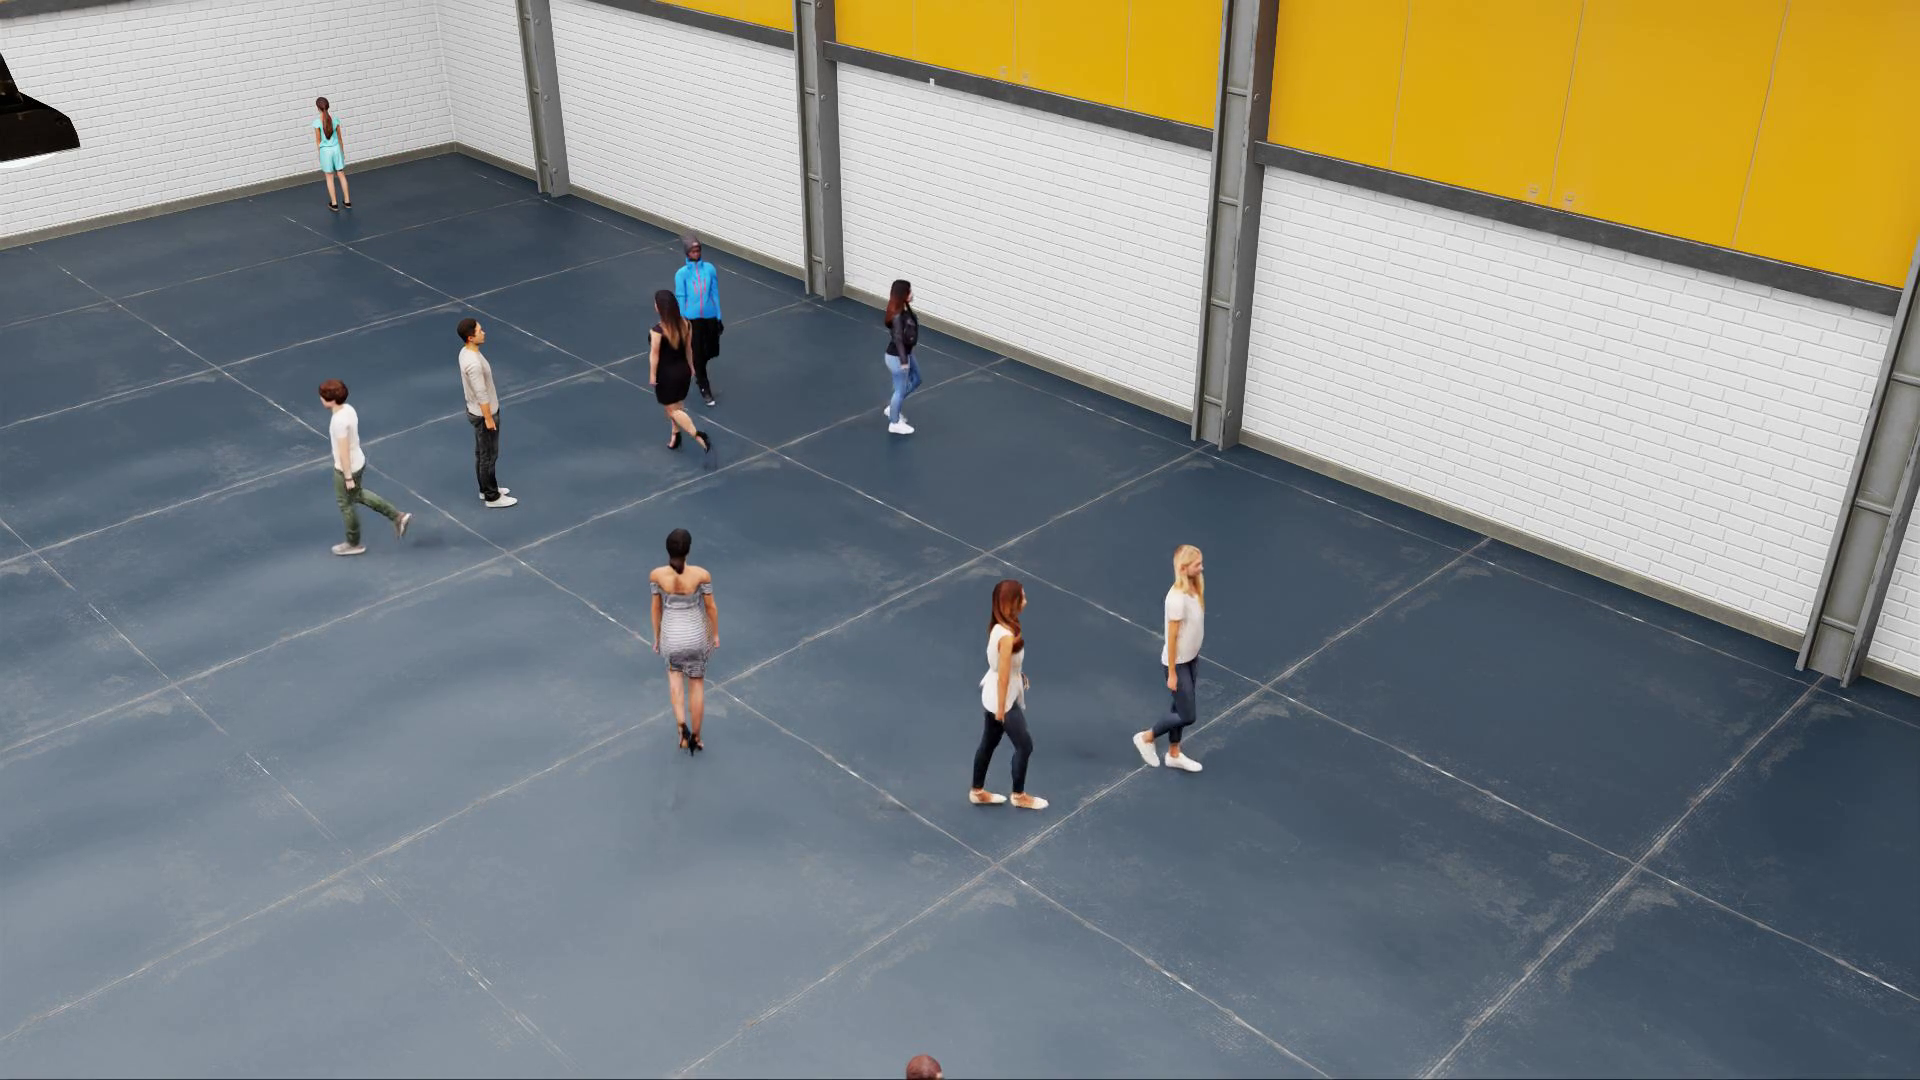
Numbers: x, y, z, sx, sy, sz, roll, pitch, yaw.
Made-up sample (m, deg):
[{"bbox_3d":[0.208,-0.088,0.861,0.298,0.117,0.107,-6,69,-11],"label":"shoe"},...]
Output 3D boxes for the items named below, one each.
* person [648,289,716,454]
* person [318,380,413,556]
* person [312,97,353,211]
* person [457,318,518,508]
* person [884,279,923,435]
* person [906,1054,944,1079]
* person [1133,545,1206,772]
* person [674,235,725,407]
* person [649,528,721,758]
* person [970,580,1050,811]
[{"bbox_3d":[-2.706,-1.551,16.008,0.999,1.699,0.766,18,33,29],"label":"person"},{"bbox_3d":[-5.197,-0.631,14.382,0.979,1.641,0.971,-4,29,-7],"label":"person"},{"bbox_3d":[-8.783,-5.405,23.221,0.564,1.558,0.548,-21,35,-33],"label":"person"},{"bbox_3d":[-4.376,-1.171,15.194,0.786,1.812,0.618,-12,31,-21],"label":"person"},{"bbox_3d":[-0.667,-1.826,16.589,0.826,1.625,0.781,2,29,4],"label":"person"},{"bbox_3d":[-0.167,2.995,8.289,0.508,1.110,0.481,18,33,29],"label":"person"},{"bbox_3d":[1.444,0.831,11.532,0.822,1.804,0.740,13,31,22],"label":"person"},{"bbox_3d":[-2.732,-2.326,17.343,0.787,1.782,1.013,-15,32,-25],"label":"person"},{"bbox_3d":[-1.939,0.776,11.628,0.751,1.809,0.811,0,29,0],"label":"person"},{"bbox_3d":[0.185,1.054,11.162,0.889,1.767,0.840,-3,29,-6],"label":"person"}]
